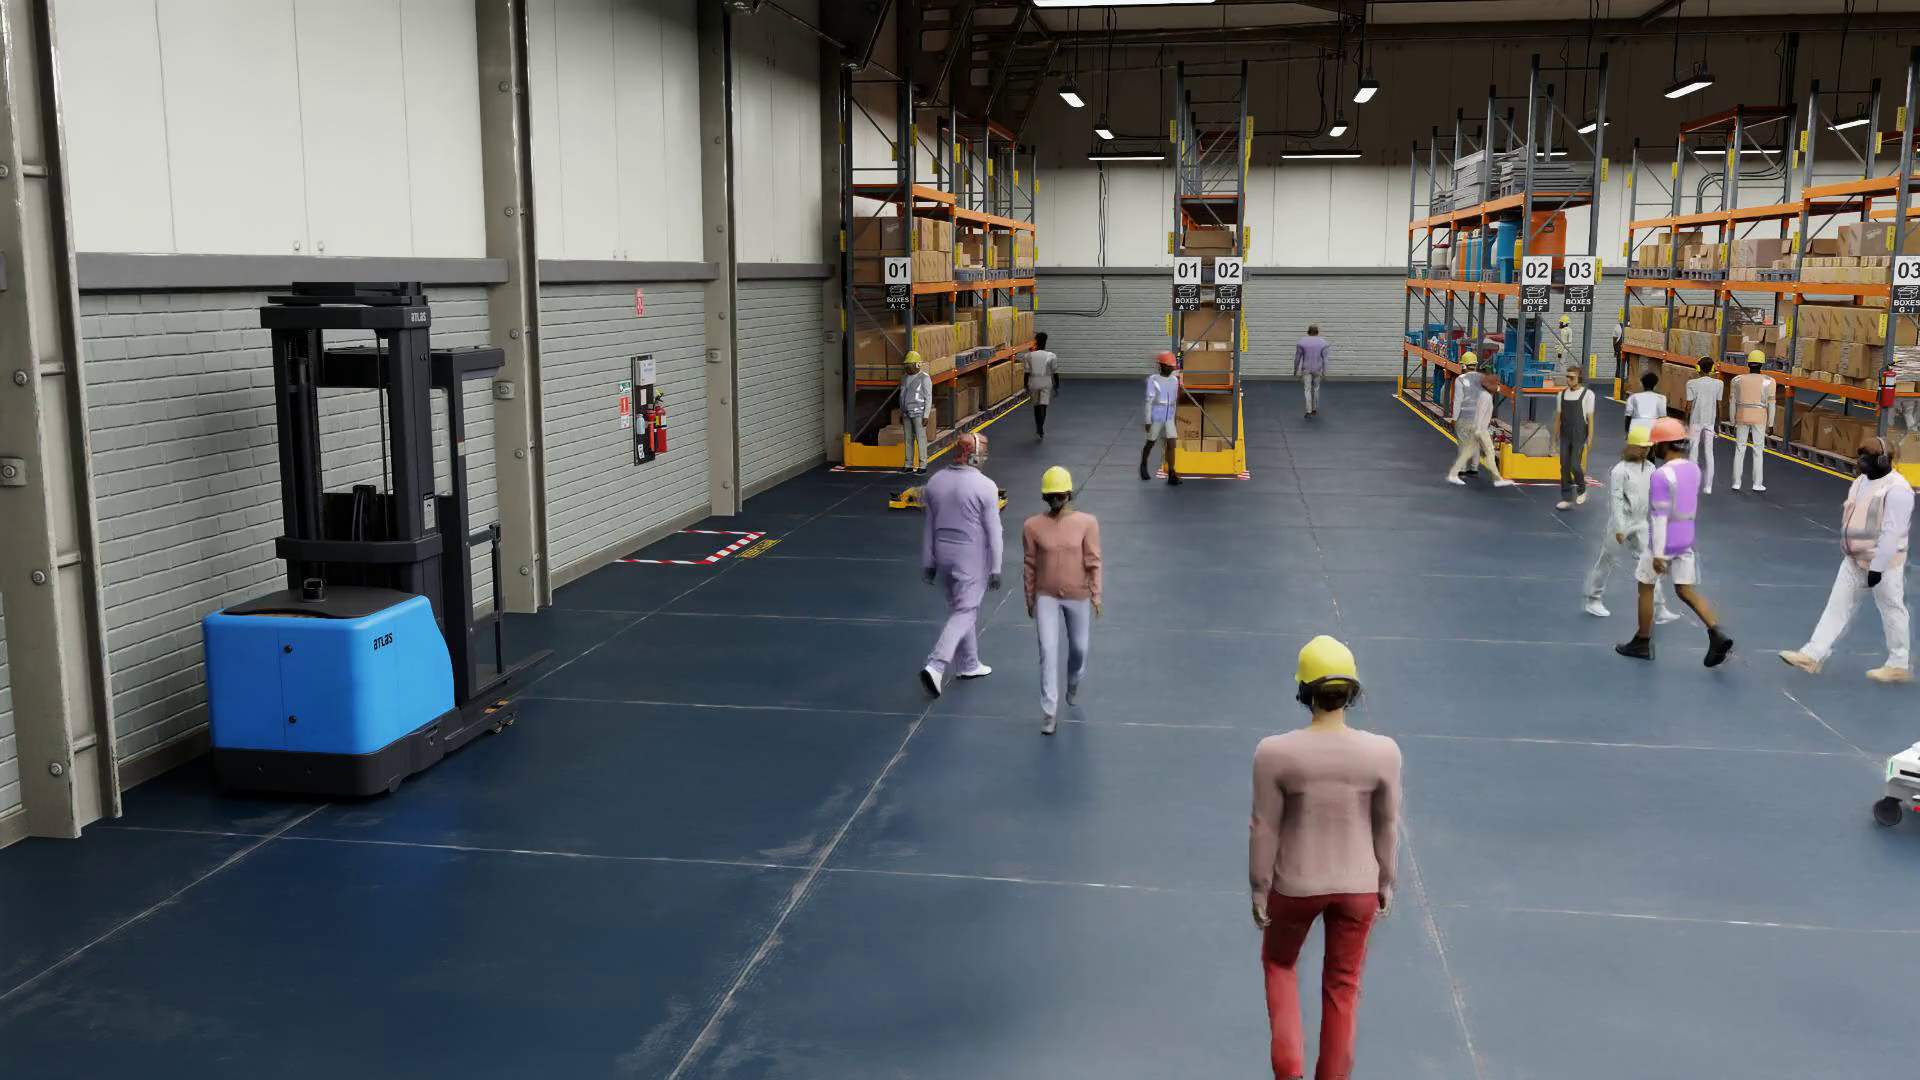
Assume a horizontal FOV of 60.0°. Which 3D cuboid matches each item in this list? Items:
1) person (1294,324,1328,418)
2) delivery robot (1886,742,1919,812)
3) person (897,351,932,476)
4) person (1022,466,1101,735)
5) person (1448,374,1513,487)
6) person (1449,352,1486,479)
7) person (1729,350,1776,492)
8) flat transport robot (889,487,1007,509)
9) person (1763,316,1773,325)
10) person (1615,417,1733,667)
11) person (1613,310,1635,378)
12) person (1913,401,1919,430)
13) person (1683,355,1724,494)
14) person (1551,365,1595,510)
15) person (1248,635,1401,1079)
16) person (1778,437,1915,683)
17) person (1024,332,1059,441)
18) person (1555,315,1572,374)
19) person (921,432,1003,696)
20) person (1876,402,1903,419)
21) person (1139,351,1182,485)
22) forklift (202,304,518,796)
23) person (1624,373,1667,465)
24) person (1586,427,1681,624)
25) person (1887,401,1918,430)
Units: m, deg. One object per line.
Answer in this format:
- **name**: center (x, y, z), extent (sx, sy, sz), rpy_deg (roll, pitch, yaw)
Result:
- **person**: center (7.246, -3.503, 34.430), extent (0.656, 1.893, 0.985), rpy_deg (0, 9, 1)
- **delivery robot**: center (5.365, 1.248, 9.081), extent (0.707, 0.478, 0.477), rpy_deg (-8, 12, -40)
- **person**: center (-0.685, -1.863, 24.495), extent (0.599, 1.832, 0.404), rpy_deg (8, 12, 42)
- **person**: center (0.679, 0.355, 11.104), extent (0.529, 1.739, 0.770), rpy_deg (1, 9, 5)
- **person**: center (7.290, -1.539, 23.294), extent (0.867, 1.571, 0.532), rpy_deg (2, 9, 13)
- **person**: center (7.384, -1.821, 24.232), extent (0.589, 1.834, 0.403), rpy_deg (-5, 10, -27)
- **person**: center (10.831, -1.629, 22.760), extent (0.587, 1.928, 0.362), rpy_deg (6, 11, 34)
- **flat transport robot**: center (-0.145, -0.540, 21.271), extent (1.431, 0.197, 0.652), rpy_deg (1, 9, 9)
- **person**: center (16.921, -3.687, 35.084), extent (0.609, 2.048, 0.367), rpy_deg (1, 9, 6)
- **person**: center (5.509, 0.018, 12.716), extent (0.556, 1.904, 0.895), rpy_deg (-5, 11, -30)
- **person**: center (16.816, -4.764, 41.881), extent (0.688, 2.000, 0.535), rpy_deg (8, 12, 42)
- **person**: center (16.620, -2.571, 28.518), extent (0.636, 1.952, 1.016), rpy_deg (0, 9, 2)
- **person**: center (10.039, -1.561, 22.510), extent (0.513, 1.875, 0.328), rpy_deg (1, 9, 5)
- **person**: center (7.724, -1.292, 20.983), extent (0.421, 1.827, 0.534), rpy_deg (-7, 12, -38)
- **person**: center (1.271, 1.203, 5.851), extent (0.526, 1.755, 0.359), rpy_deg (1, 9, 4)
- **person**: center (6.574, 0.152, 12.168), extent (0.931, 1.795, 0.658), rpy_deg (0, 9, -1)
- **person**: center (1.448, -2.748, 29.704), extent (0.622, 1.921, 1.009), rpy_deg (2, 9, 13)
- **person**: center (15.804, -4.961, 43.592), extent (0.403, 1.837, 0.590), rpy_deg (6, 11, 34)
- **person**: center (-0.010, 0.158, 11.972), extent (0.656, 1.869, 0.914), rpy_deg (8, 12, 40)
- **person**: center (19.192, -3.483, 34.169), extent (0.645, 1.944, 1.039), rpy_deg (1, 9, 7)
- **person**: center (2.852, -1.765, 23.776), extent (0.566, 1.882, 1.032), rpy_deg (-4, 10, -24)
- **forklift**: center (-3.673, -0.038, 10.147), extent (1.129, 2.768, 1.873), rpy_deg (1, 9, 9)
- **person**: center (9.390, -1.475, 22.816), extent (0.543, 1.601, 1.021), rpy_deg (5, 10, 26)
- **person**: center (5.770, -0.132, 14.259), extent (0.494, 1.682, 0.926), rpy_deg (-4, 10, -22)
- **person**: center (15.980, -2.493, 28.146), extent (0.638, 1.912, 0.727), rpy_deg (2, 9, 12)
